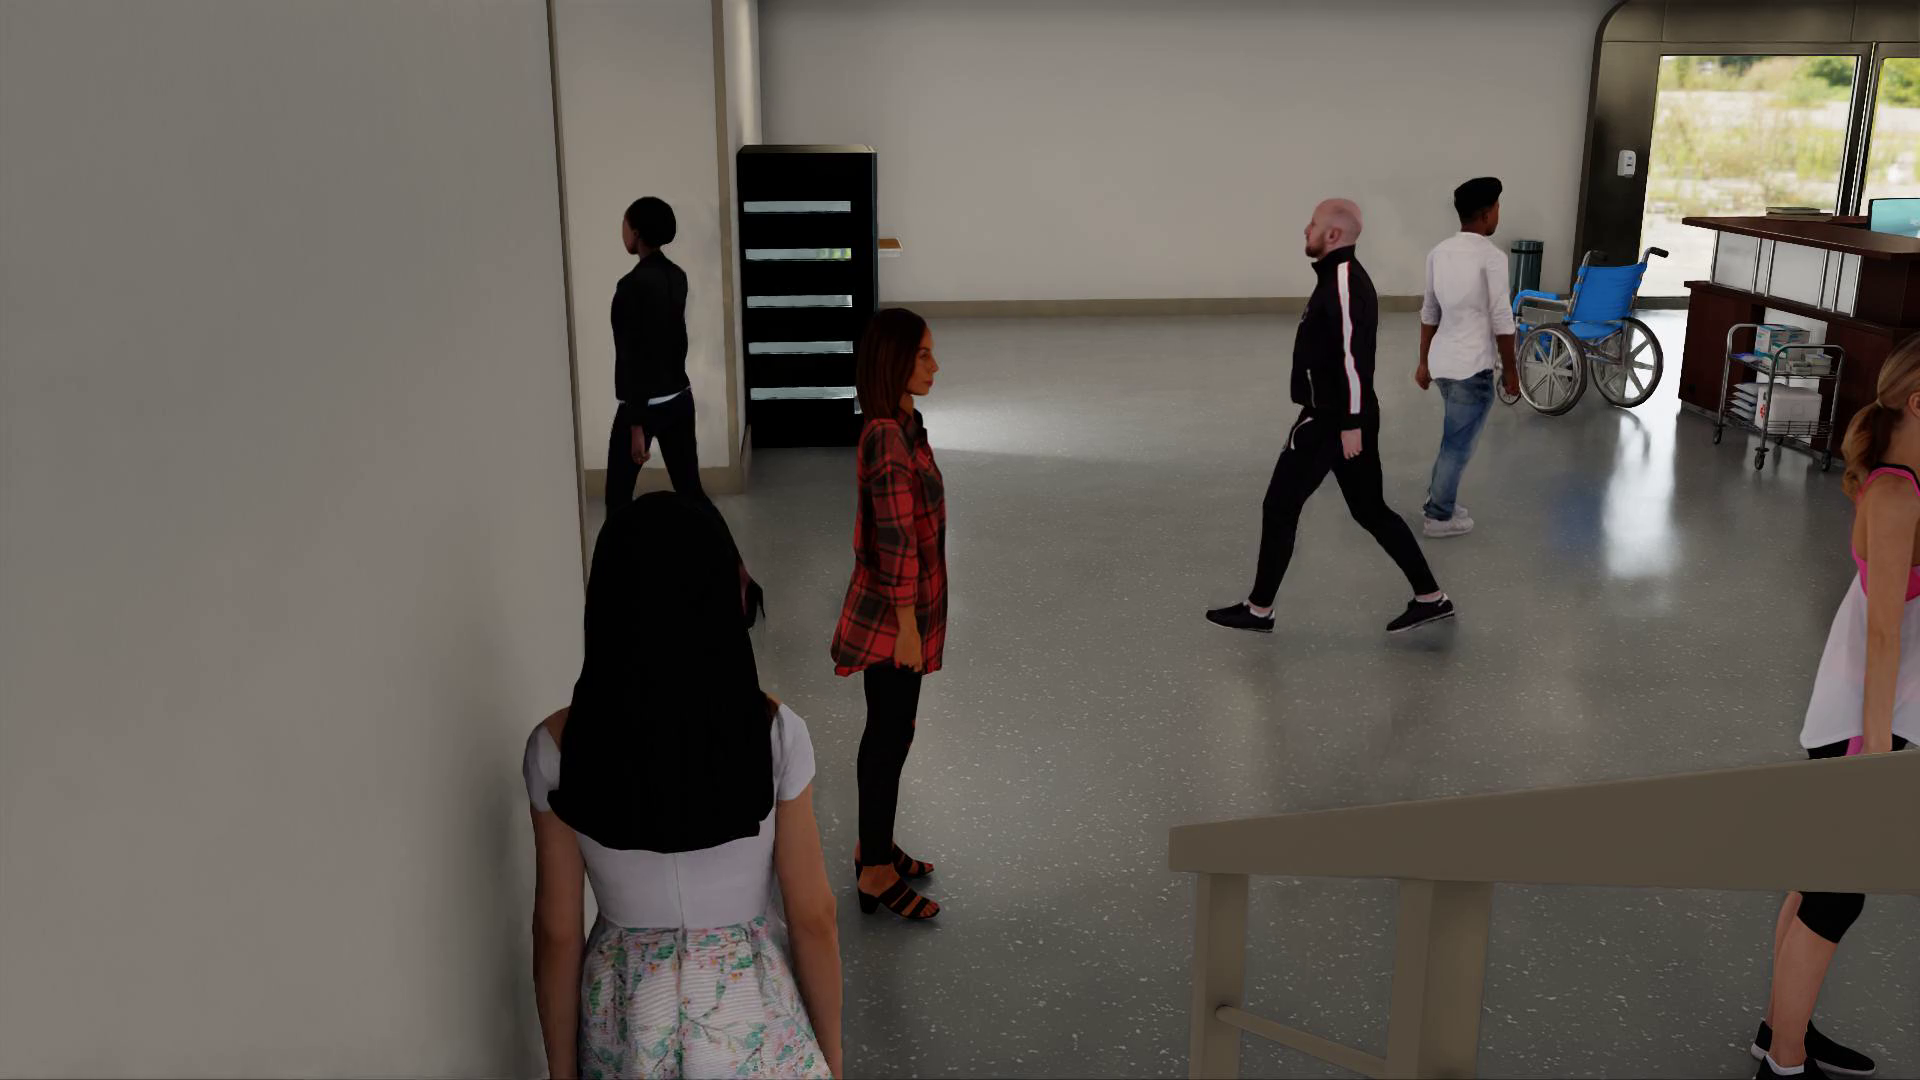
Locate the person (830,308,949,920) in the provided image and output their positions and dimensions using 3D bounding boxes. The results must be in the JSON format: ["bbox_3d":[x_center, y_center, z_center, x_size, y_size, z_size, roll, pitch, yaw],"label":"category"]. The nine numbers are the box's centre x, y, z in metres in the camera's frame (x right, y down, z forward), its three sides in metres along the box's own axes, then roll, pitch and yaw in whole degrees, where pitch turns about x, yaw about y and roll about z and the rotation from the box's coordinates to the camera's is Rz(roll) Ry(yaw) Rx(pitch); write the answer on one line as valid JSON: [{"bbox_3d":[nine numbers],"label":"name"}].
[{"bbox_3d":[-0.186,0.208,4.622,0.671,1.700,0.484,-1,16,-3],"label":"person"}]

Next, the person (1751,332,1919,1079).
[{"bbox_3d":[2.004,0.422,3.701,0.749,1.787,0.645,9,18,28],"label":"person"}]

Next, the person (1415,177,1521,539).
[{"bbox_3d":[2.462,-0.892,8.341,0.794,1.800,0.675,-7,17,-22],"label":"person"}]

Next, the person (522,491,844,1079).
[{"bbox_3d":[-0.368,0.829,2.318,0.604,1.755,1.012,-1,16,-5],"label":"person"}]

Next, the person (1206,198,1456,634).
[{"bbox_3d":[1.620,-0.423,6.701,1.070,1.788,1.270,5,17,18],"label":"person"}]

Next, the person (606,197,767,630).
[{"bbox_3d":[-1.149,-0.439,6.749,1.090,1.791,1.157,8,18,27],"label":"person"}]
